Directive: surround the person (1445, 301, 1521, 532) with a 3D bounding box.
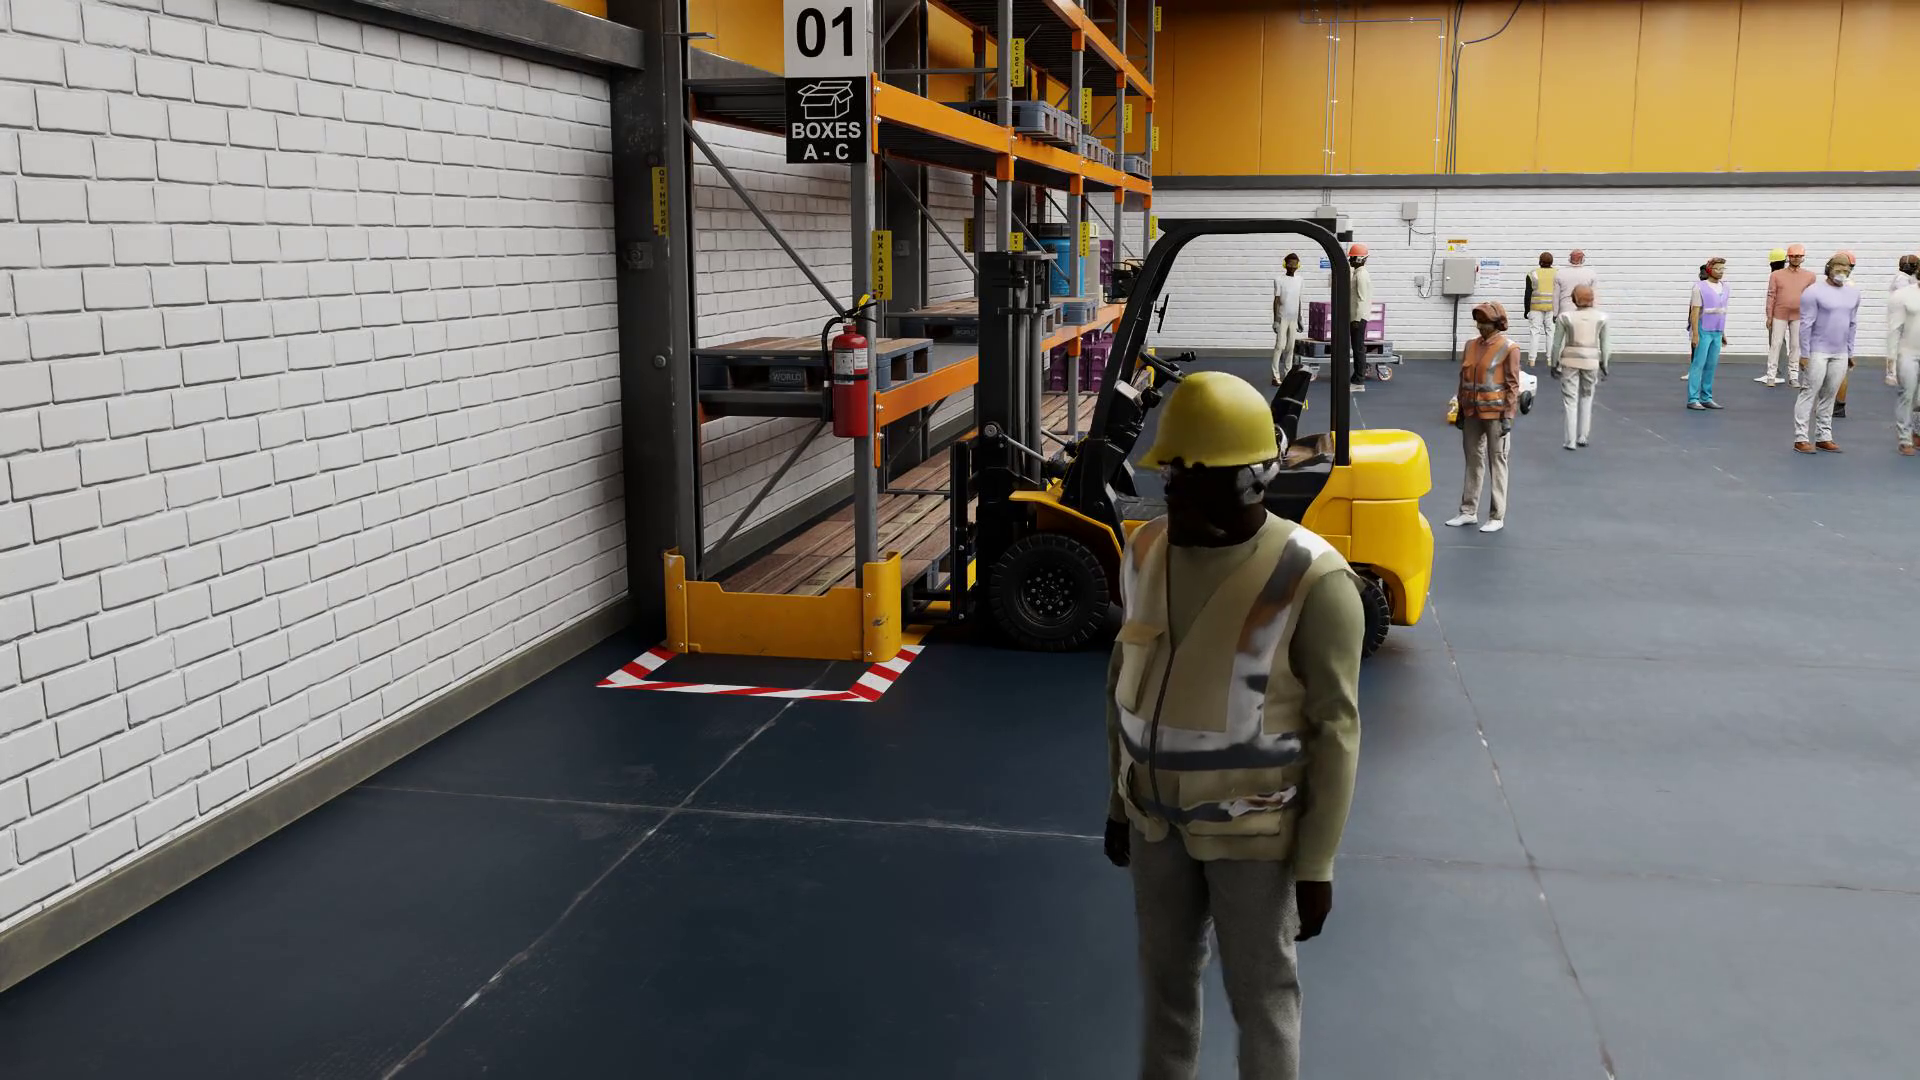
[{"bbox_3d":[3.749,-0.878,11.860,0.311,1.640,0.512,-6,12,-29],"label":"person"}]

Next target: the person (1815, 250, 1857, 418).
[{"bbox_3d":[10.202,-2.389,19.322,0.370,1.939,0.543,5,12,27],"label":"person"}]

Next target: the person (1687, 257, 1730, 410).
[{"bbox_3d":[9.081,-2.501,20.192,0.574,1.843,0.375,-5,12,-28],"label":"person"}]

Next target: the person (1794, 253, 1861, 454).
[{"bbox_3d":[8.400,-1.799,16.108,0.629,1.933,0.379,-2,11,-12],"label":"person"}]

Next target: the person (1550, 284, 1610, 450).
[{"bbox_3d":[6.116,-1.712,16.479,0.548,1.618,0.621,2,10,8],"label":"person"}]

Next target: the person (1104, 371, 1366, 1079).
[{"bbox_3d":[0.524,0.565,3.434,0.404,1.826,0.610,-10,14,-42],"label":"person"}]

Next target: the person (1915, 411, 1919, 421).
[{"bbox_3d":[10.113,-1.941,16.657,0.742,2.016,0.638,5,11,24],"label":"person"}]

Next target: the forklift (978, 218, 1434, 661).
[{"bbox_3d":[1.285,-0.567,8.635,2.313,2.155,1.214,2,11,11],"label":"forklift"}]

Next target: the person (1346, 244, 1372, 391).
[{"bbox_3d":[5.392,-3.014,22.594,0.376,1.995,0.612,2,10,10],"label":"person"}]

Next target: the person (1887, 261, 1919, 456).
[{"bbox_3d":[9.168,-1.744,15.875,0.624,1.912,0.446,3,11,15],"label":"person"}]

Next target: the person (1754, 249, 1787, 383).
[{"bbox_3d":[11.679,-3.195,23.789,0.383,1.921,0.585,2,10,9],"label":"person"}]

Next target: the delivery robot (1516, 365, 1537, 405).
[{"bbox_3d":[6.657,-1.856,19.938,0.477,0.478,0.707,7,12,34],"label":"delivery robot"}]

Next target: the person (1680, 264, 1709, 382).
[{"bbox_3d":[10.754,-3.138,24.086,0.318,1.700,0.535,-5,11,-25],"label":"person"}]

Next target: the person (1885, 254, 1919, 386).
[{"bbox_3d":[13.309,-3.097,23.472,0.429,1.844,0.625,5,11,25],"label":"person"}]

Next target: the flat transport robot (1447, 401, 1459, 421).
[{"bbox_3d":[5.995,-1.522,19.140,0.652,0.197,1.431,4,11,20],"label":"flat transport robot"}]

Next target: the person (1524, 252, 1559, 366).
[{"bbox_3d":[9.472,-3.742,26.998,0.633,1.846,0.429,2,10,9],"label":"person"}]

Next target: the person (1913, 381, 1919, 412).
[{"bbox_3d":[11.577,-2.424,19.707,0.510,1.872,0.329,3,11,17],"label":"person"}]

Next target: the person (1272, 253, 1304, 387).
[{"bbox_3d":[4.607,-3.076,23.303,0.517,1.864,0.334,-5,12,-27],"label":"person"}]

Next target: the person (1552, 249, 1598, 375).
[{"bbox_3d":[9.299,-3.444,25.192,0.643,1.909,0.410,4,11,19],"label":"person"}]

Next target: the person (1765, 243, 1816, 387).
[{"bbox_3d":[11.558,-3.118,23.172,0.622,1.993,0.391,3,11,16],"label":"person"}]
